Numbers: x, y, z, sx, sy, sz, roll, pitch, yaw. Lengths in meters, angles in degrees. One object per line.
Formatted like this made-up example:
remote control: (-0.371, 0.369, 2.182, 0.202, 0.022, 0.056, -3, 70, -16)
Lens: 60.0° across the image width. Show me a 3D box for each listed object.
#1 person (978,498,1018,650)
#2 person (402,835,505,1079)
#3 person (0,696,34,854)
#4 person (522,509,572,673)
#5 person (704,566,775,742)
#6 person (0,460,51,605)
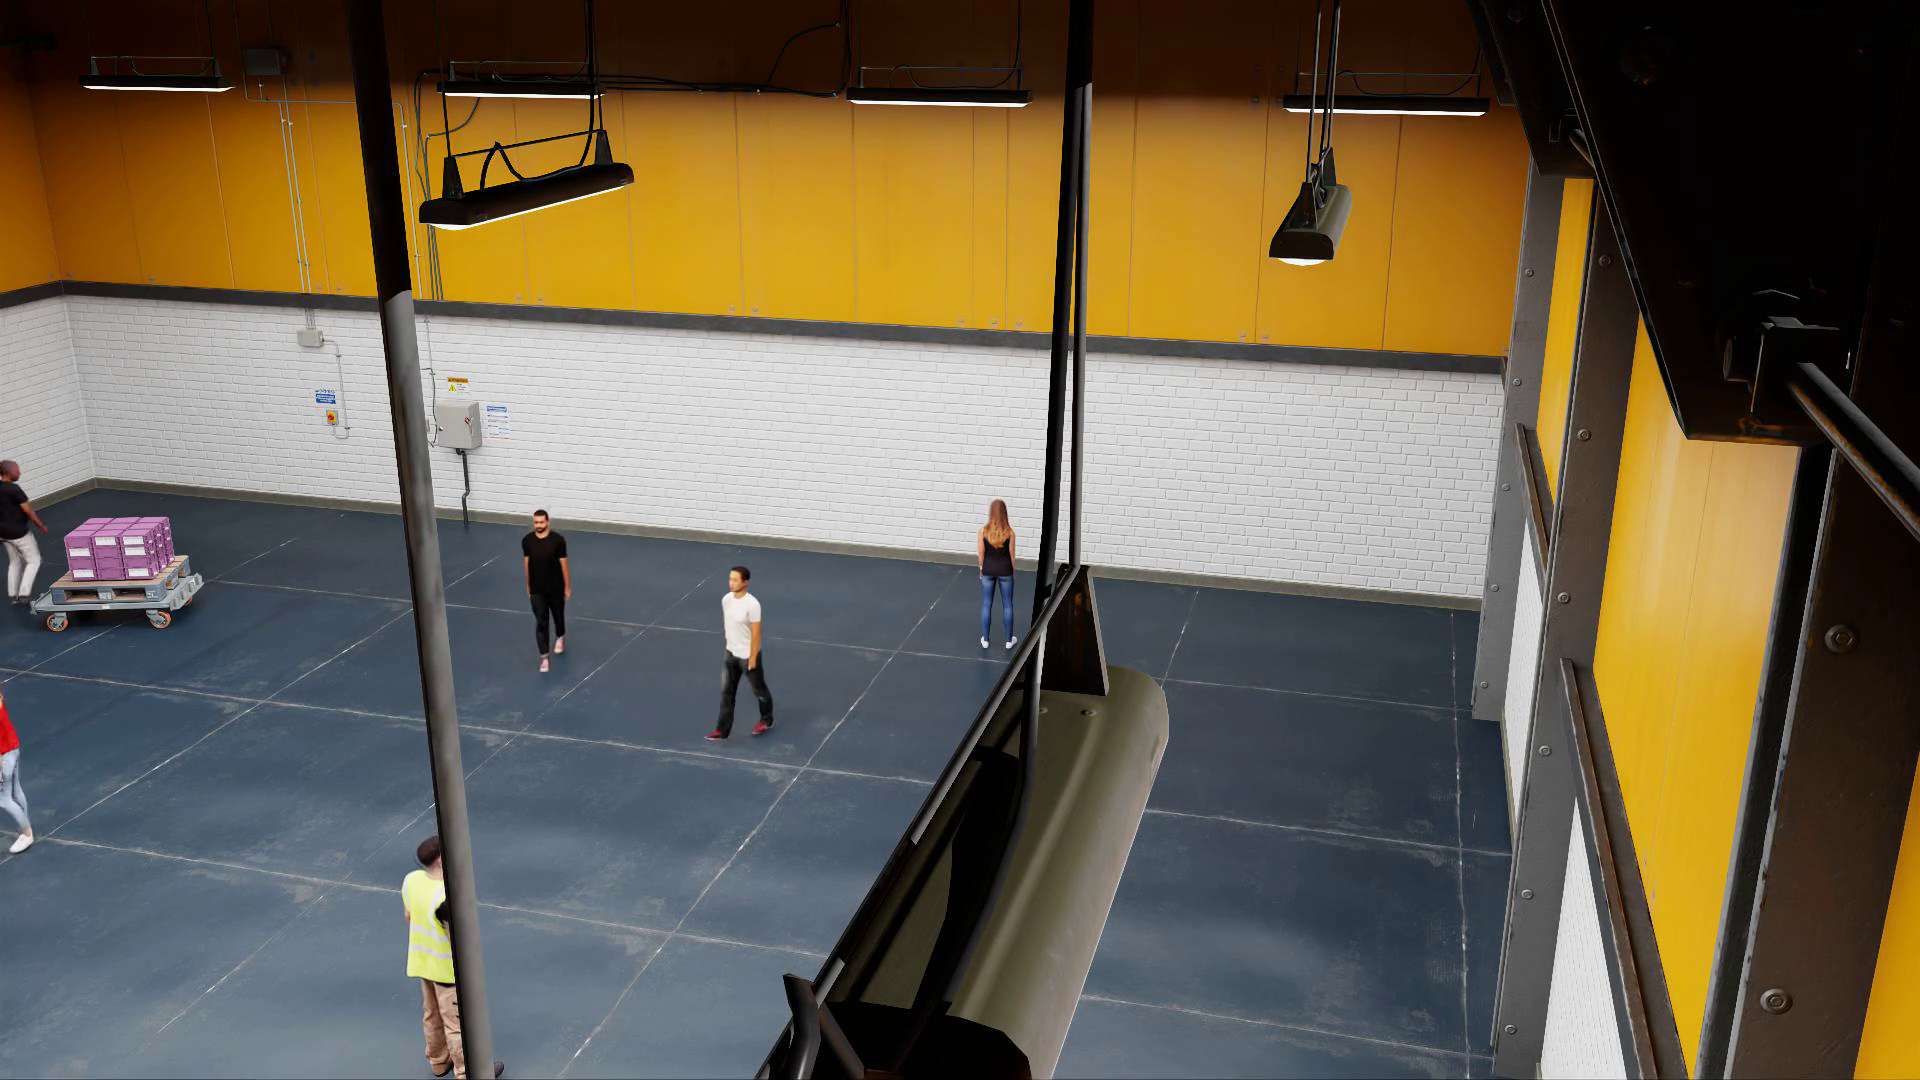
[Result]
person: (0.415, 0.370, 18.430, 0.621, 1.724, 0.572, 2, 19, 6)
person: (-3.419, 2.785, 11.066, 0.821, 1.845, 0.845, 14, 23, 36)
person: (-8.126, 1.838, 14.136, 0.872, 1.682, 0.773, -5, 19, -15)
person: (-4.460, 0.495, 18.067, 0.919, 1.717, 1.216, -2, 19, -5)
person: (-2.037, 1.085, 16.230, 0.910, 1.773, 1.129, 12, 22, 33)
person: (-11.135, -0.045, 19.576, 0.751, 1.778, 0.826, 6, 20, 17)
